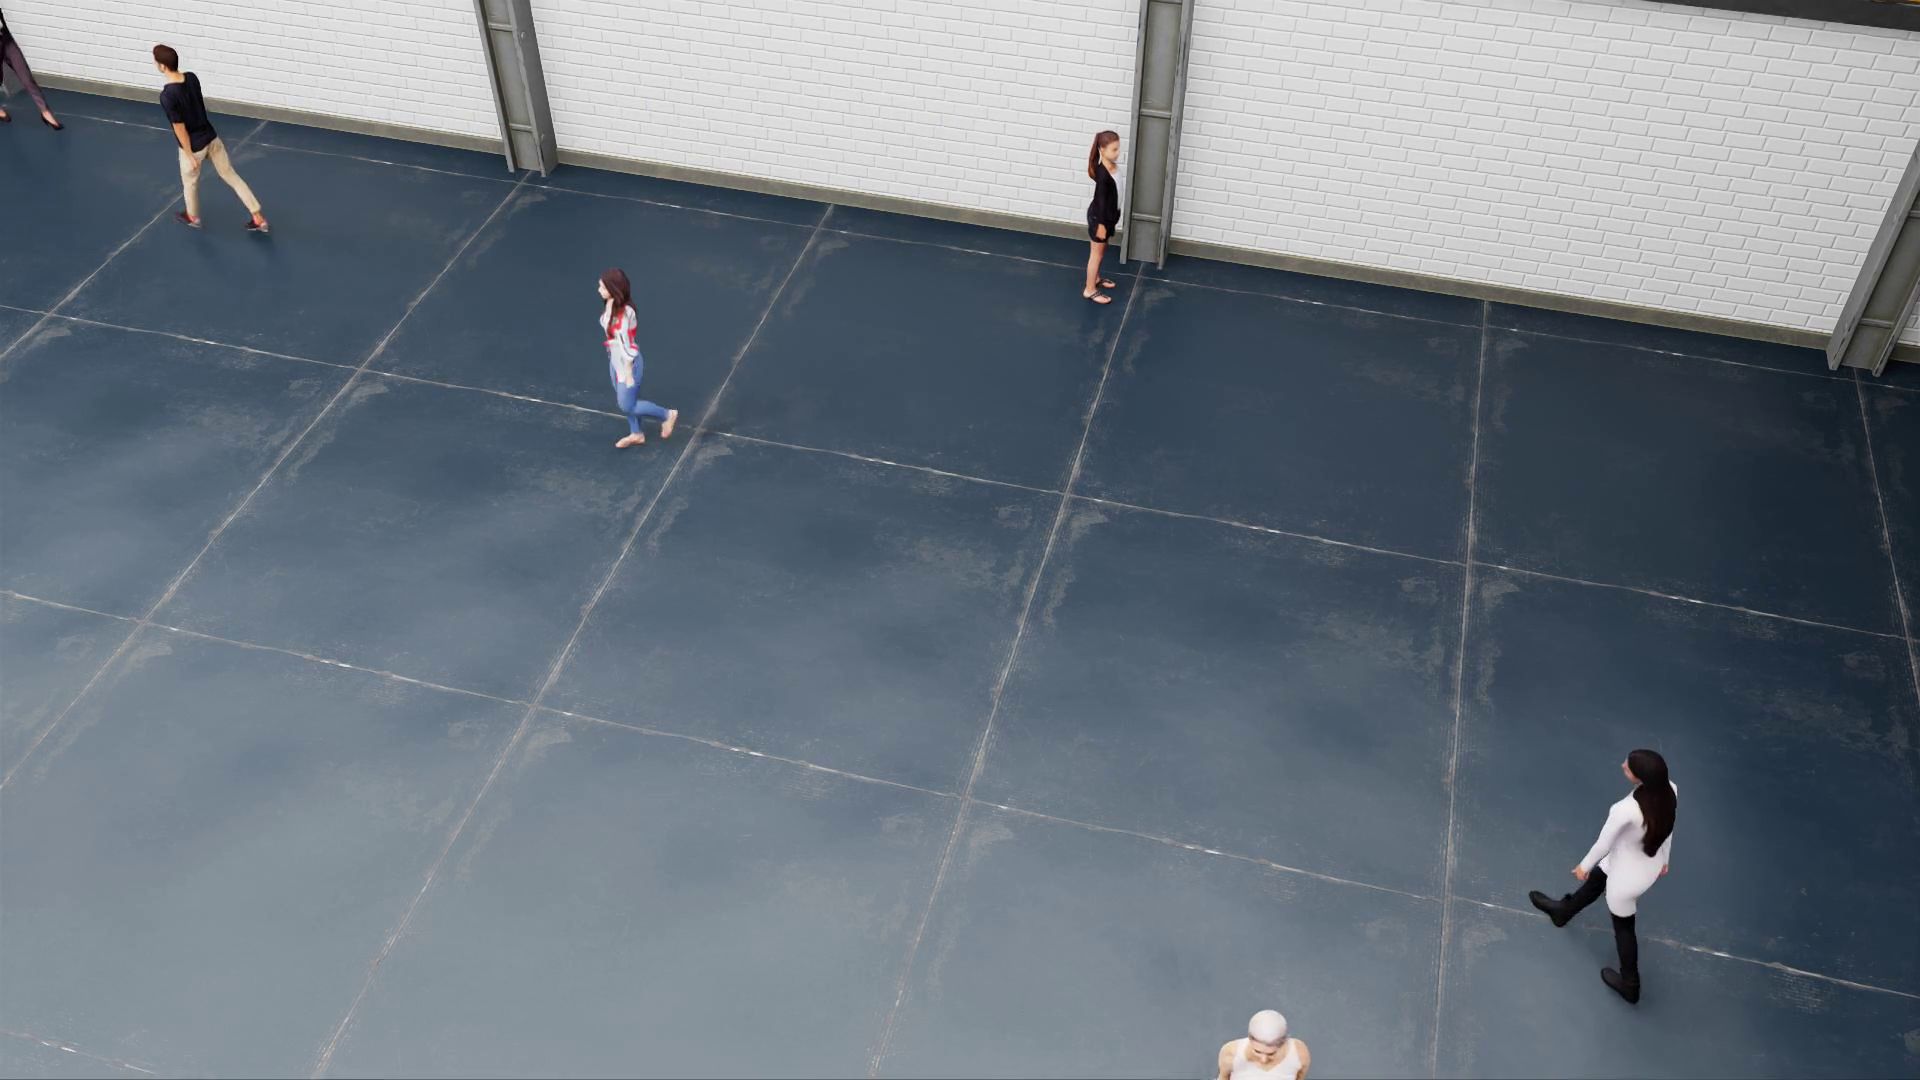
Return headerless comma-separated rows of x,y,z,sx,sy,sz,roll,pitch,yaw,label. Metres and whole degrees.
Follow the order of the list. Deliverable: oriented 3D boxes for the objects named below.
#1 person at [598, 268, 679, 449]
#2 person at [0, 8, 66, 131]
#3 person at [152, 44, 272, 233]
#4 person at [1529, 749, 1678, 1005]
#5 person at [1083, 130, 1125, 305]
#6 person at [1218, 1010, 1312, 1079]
-2.453,-1.363,12.593,0.887,1.604,0.817,-17,46,-17,person
-9.379,-4.713,16.097,1.043,1.621,0.660,14,45,14,person
-6.617,-3.476,14.660,1.204,1.812,0.727,15,46,15,person
3.721,1.875,9.080,1.037,1.761,1.144,-21,48,-21,person
1.210,-2.760,14.095,0.528,1.554,0.532,12,45,12,person
1.444,2.714,8.257,0.887,1.681,0.787,0,44,0,person
